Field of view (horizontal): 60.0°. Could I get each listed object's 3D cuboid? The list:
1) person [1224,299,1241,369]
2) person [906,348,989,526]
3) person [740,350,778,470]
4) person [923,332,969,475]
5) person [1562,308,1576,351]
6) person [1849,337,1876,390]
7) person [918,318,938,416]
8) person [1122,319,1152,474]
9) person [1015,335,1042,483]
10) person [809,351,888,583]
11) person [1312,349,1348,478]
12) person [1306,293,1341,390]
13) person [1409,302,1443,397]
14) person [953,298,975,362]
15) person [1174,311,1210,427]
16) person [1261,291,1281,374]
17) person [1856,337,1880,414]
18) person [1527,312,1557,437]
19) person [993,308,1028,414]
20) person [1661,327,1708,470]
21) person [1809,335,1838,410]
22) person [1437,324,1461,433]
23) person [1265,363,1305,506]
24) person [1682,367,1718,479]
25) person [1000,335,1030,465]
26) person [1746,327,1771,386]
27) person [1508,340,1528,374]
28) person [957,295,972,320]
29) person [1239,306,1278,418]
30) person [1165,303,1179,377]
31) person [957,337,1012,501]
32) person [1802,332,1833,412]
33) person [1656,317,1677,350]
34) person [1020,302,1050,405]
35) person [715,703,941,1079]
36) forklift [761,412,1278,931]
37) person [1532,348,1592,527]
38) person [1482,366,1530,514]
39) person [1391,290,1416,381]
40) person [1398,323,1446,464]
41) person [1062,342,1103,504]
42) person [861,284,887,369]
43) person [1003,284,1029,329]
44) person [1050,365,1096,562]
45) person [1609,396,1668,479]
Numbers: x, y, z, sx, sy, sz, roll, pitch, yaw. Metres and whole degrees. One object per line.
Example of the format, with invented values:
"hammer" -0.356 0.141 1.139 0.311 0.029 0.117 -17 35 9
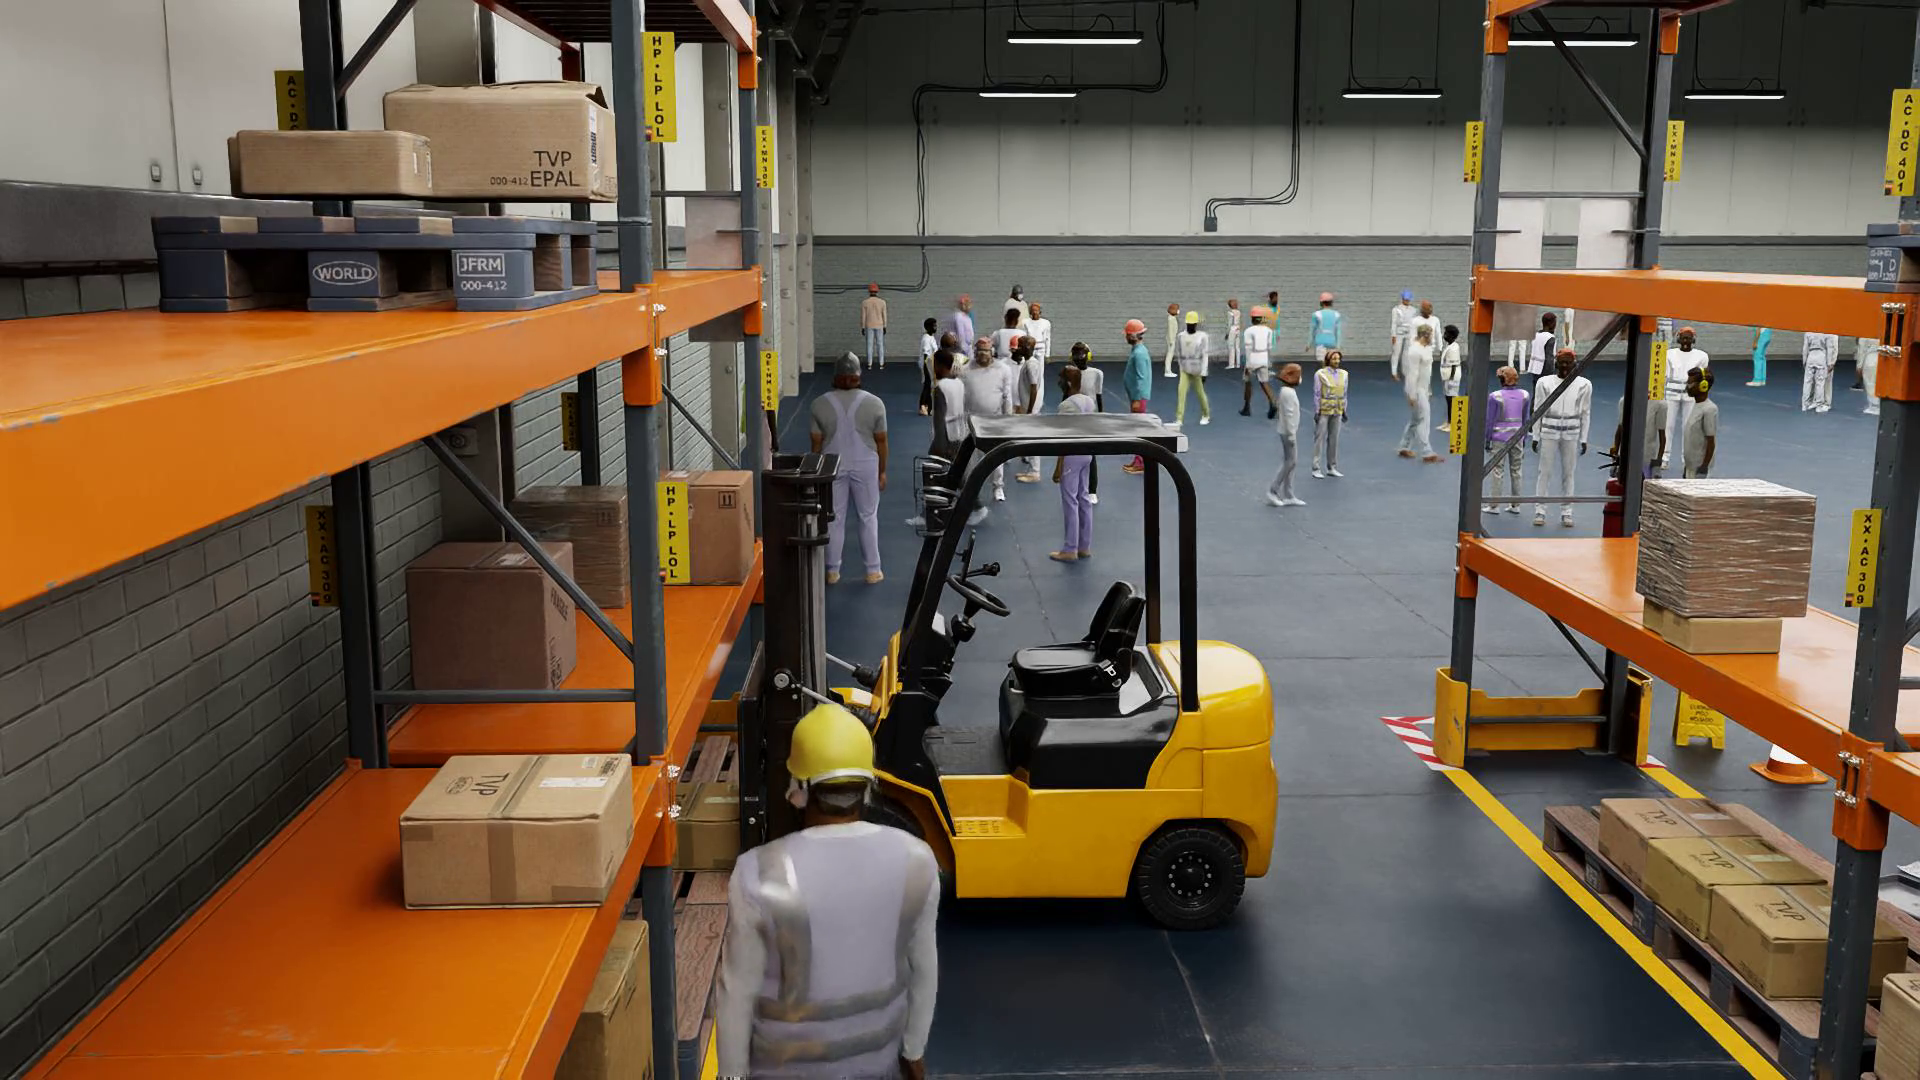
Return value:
"person" 6.433 -4.849 39.201 0.311 1.636 0.523 9 14 43
"person" -0.118 -1.072 17.473 0.863 1.890 0.603 4 11 21
"person" -2.145 -1.119 17.879 0.387 1.837 0.560 -7 13 -36
"person" -0.140 -1.728 21.245 0.632 1.843 0.429 3 11 16
"person" 13.246 -4.393 36.075 0.335 1.845 0.513 7 12 34
"person" 18.193 -3.936 33.256 0.611 1.945 0.725 -3 11 -18
"person" -0.548 -2.989 28.705 0.321 1.688 0.533 2 10 9
"person" 2.280 -1.856 21.531 0.393 1.990 0.616 1 10 6
"person" 0.859 -1.632 20.700 0.326 1.842 0.517 0 10 0
"person" -0.963 -0.634 14.590 0.682 2.000 0.537 0 10 2
"person" 4.699 -1.606 21.121 0.515 1.641 0.314 -4 11 -23
"person" 7.233 -3.895 32.974 0.627 1.993 1.072 -2 10 -13
"person" 9.048 -3.720 32.389 0.591 1.839 1.000 -2 10 -13
"person" 0.153 -3.794 32.646 0.800 1.874 0.671 3 11 16
"person" 3.792 -2.784 27.029 0.586 1.880 0.999 8 13 36
"person" 6.956 -4.681 37.588 0.599 1.891 0.548 -7 12 -34
"person" 15.846 -3.054 29.006 0.497 1.706 0.601 -4 11 -23
"person" 8.949 -2.536 25.562 0.397 1.911 0.588 -1 10 -4
"person" 0.826 -2.746 26.617 0.634 1.936 0.725 3 11 18
"person" 9.456 -1.849 21.803 0.576 1.882 0.355 4 11 22
"person" 15.381 -3.129 29.608 0.309 1.638 0.522 -2 10 -12
"person" 7.706 -2.537 26.150 0.317 1.695 0.540 2 10 9
"person" 3.709 -1.186 18.834 0.447 1.625 0.511 2 10 11
"person" 6.671 -0.639 15.107 0.315 1.866 0.533 2 10 10
"person" 0.765 -1.882 22.365 0.565 1.747 0.346 -2 10 -14
"person" 16.629 -4.106 34.525 0.521 1.833 0.339 -9 14 -42
"person" 12.662 -4.699 37.683 0.576 1.882 0.355 7 12 34
"person" 0.097 -4.822 38.723 0.342 1.749 0.573 -2 10 -8
"person" 5.098 -3.023 28.296 0.555 1.910 0.898 -4 11 -23
"person" 4.711 -4.433 36.920 0.279 1.627 0.499 2 10 13
"person" 0.281 -1.387 19.211 0.640 1.897 0.395 0 10 2
"person" 15.155 -3.139 29.377 0.312 1.741 0.494 -8 13 -38
"person" 17.008 -5.098 40.042 0.404 1.833 0.592 -6 12 -29
"person" 1.364 -3.395 30.418 0.576 1.882 0.355 0 10 -1
"person" -0.345 1.320 4.327 0.629 1.817 0.601 -6 12 -30
"forklift" 0.291 0.548 7.580 2.313 2.155 1.214 0 10 -2
"person" 6.318 -1.079 17.511 0.576 1.882 0.355 3 11 15
"person" 6.001 -1.088 18.271 0.514 1.634 0.313 -2 10 -13
"person" 9.588 -4.418 35.942 0.605 1.944 0.402 -4 11 -20
"person" 6.317 -2.005 22.683 0.751 1.888 0.679 6 12 30
"person" 1.391 -1.337 19.018 0.504 1.864 0.321 3 11 15
"person" -2.019 -5.009 39.093 0.611 1.995 0.375 -2 10 -11
"person" 1.318 -4.709 37.291 0.537 2.000 0.682 10 14 44
"person" 1.058 -0.715 15.605 0.346 1.840 0.505 8 13 38
"person" 6.335 -0.726 15.580 0.326 1.871 0.520 -9 13 -40
